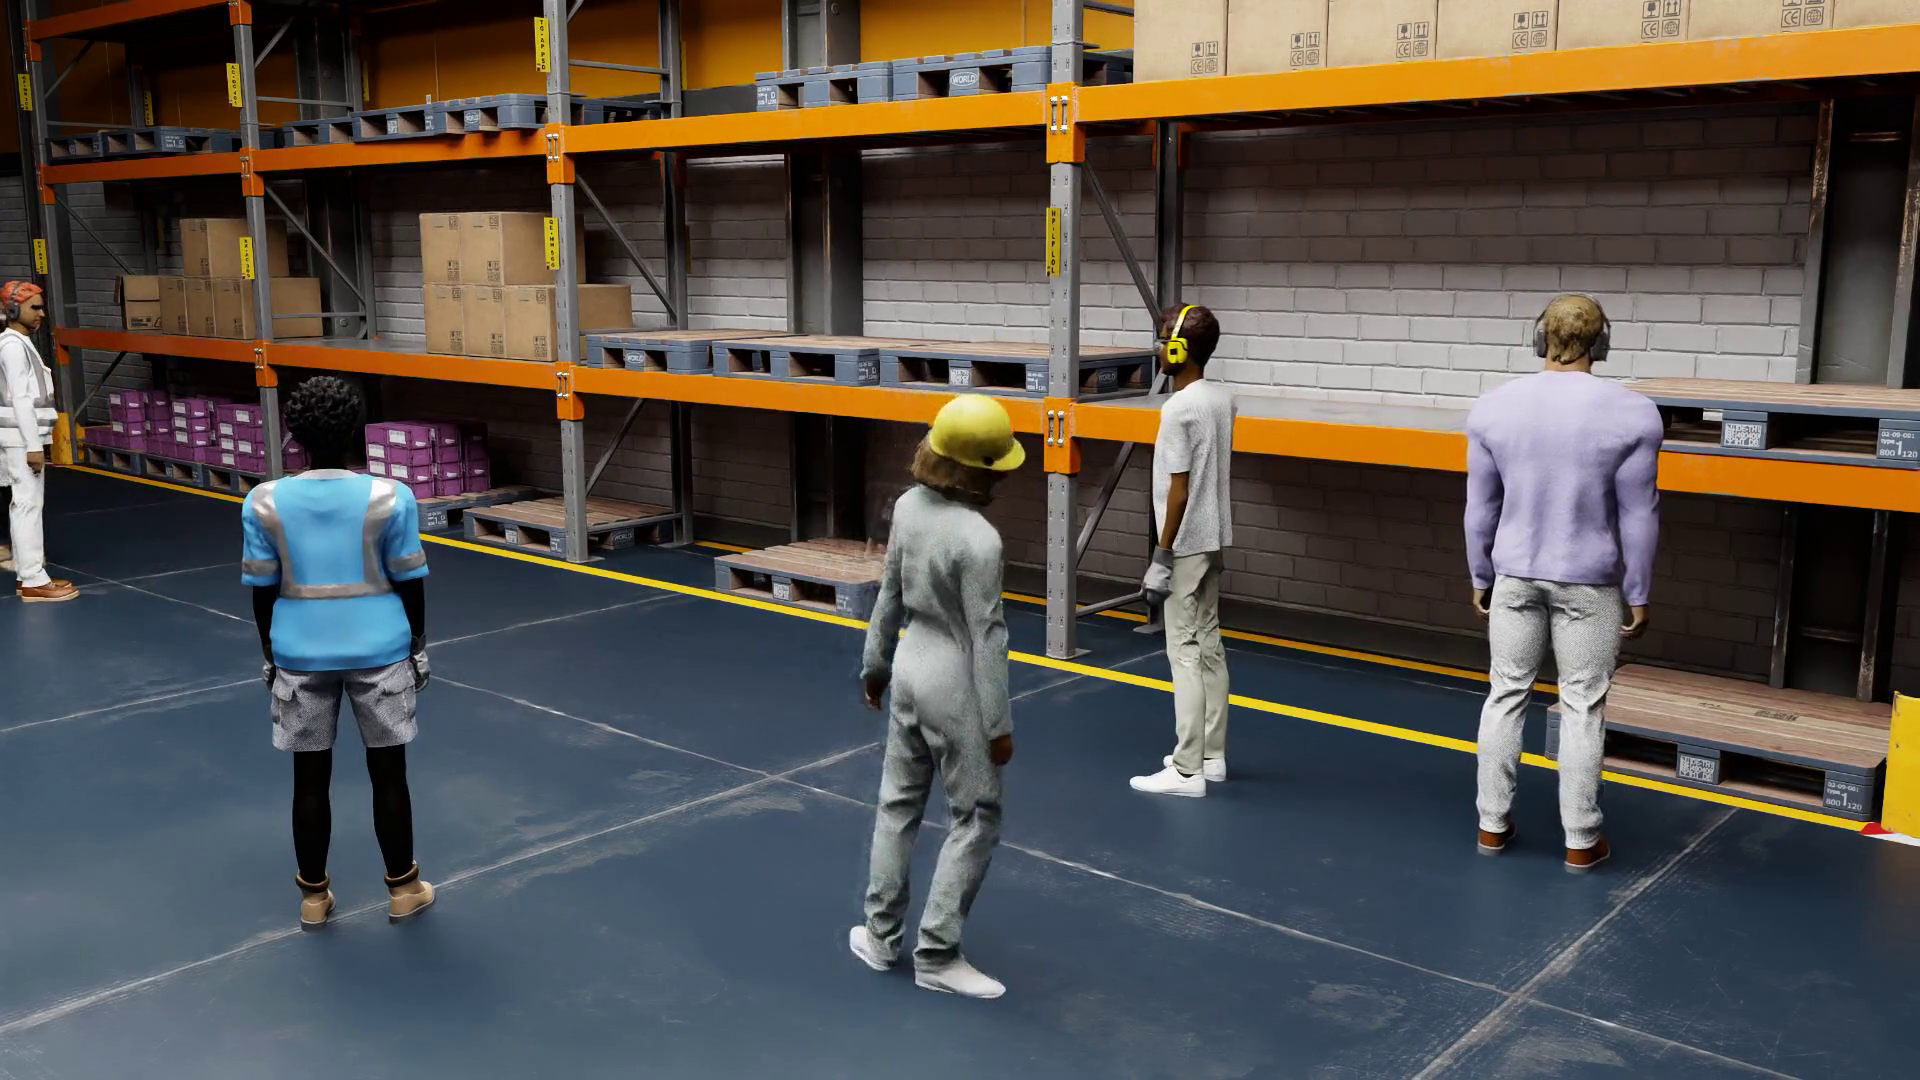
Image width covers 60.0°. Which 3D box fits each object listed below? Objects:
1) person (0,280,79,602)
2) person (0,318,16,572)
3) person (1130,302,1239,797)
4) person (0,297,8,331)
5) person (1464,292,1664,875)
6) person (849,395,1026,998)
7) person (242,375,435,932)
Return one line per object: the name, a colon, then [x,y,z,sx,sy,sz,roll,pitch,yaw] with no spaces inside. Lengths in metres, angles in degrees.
person: [-5.497,-0.578,9.817,0.357,1.885,0.573,-6,12,-30]
person: [-6.212,-0.618,10.602,0.590,1.674,0.558,-2,10,-12]
person: [0.858,0.043,6.321,0.326,1.874,0.518,7,12,33]
person: [-8.665,-1.381,15.097,0.279,1.634,0.498,9,13,41]
person: [1.995,0.145,5.573,0.630,1.932,0.353,7,12,33]
person: [-0.082,0.425,4.666,0.303,1.695,0.691,-7,12,-34]
person: [-1.872,0.351,5.052,0.535,1.700,0.318,-2,10,-9]
